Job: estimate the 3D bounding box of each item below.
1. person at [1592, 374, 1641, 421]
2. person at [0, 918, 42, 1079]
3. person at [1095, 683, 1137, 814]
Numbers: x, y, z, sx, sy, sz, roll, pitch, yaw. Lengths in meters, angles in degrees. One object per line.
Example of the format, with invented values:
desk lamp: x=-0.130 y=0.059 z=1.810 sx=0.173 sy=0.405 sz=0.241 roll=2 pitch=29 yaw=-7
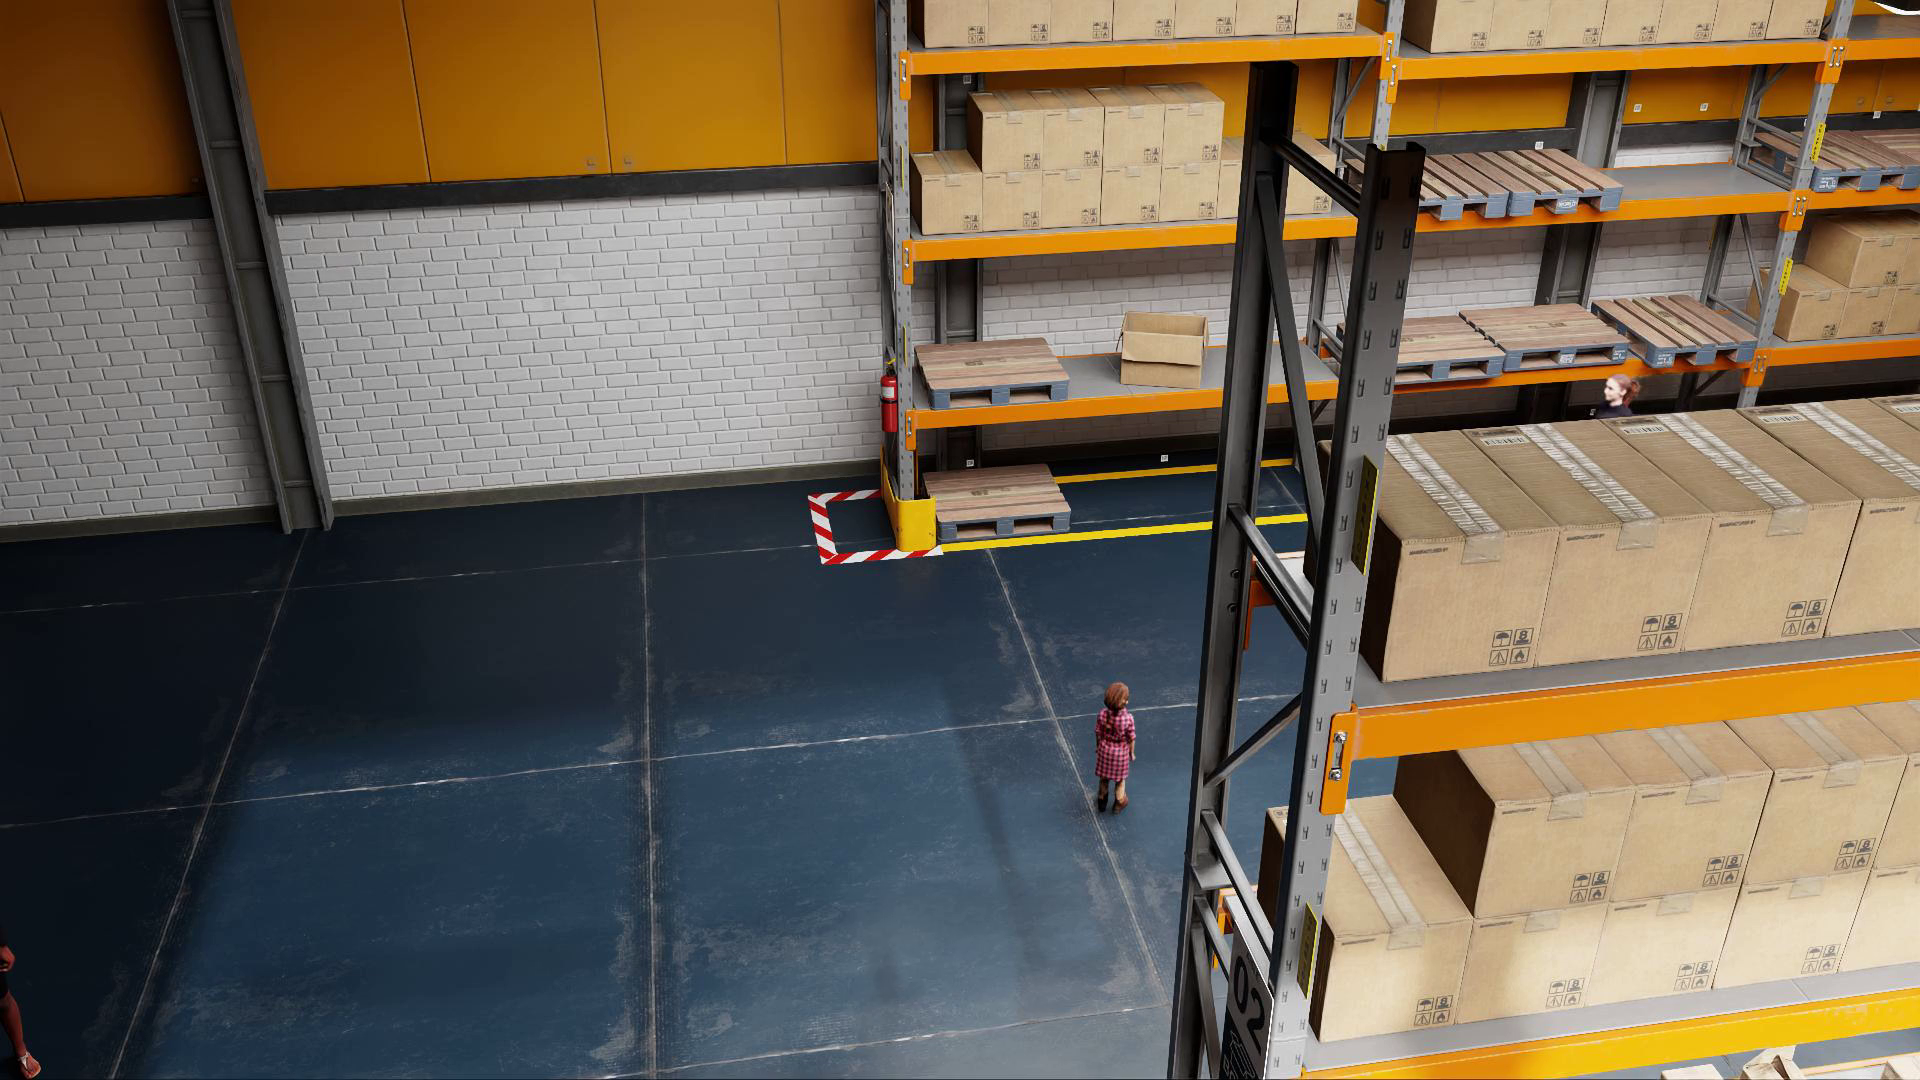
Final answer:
person: x=5.559 y=-0.617 z=14.210 sx=1.006 sy=1.712 sz=0.599 roll=-7 pitch=29 yaw=-13
person: x=-5.353 y=2.254 z=8.937 sx=0.584 sy=1.720 sz=0.737 roll=-18 pitch=34 yaw=-30
person: x=1.038 y=1.399 z=11.235 sx=0.467 sy=1.022 sz=0.554 roll=8 pitch=30 yaw=14
